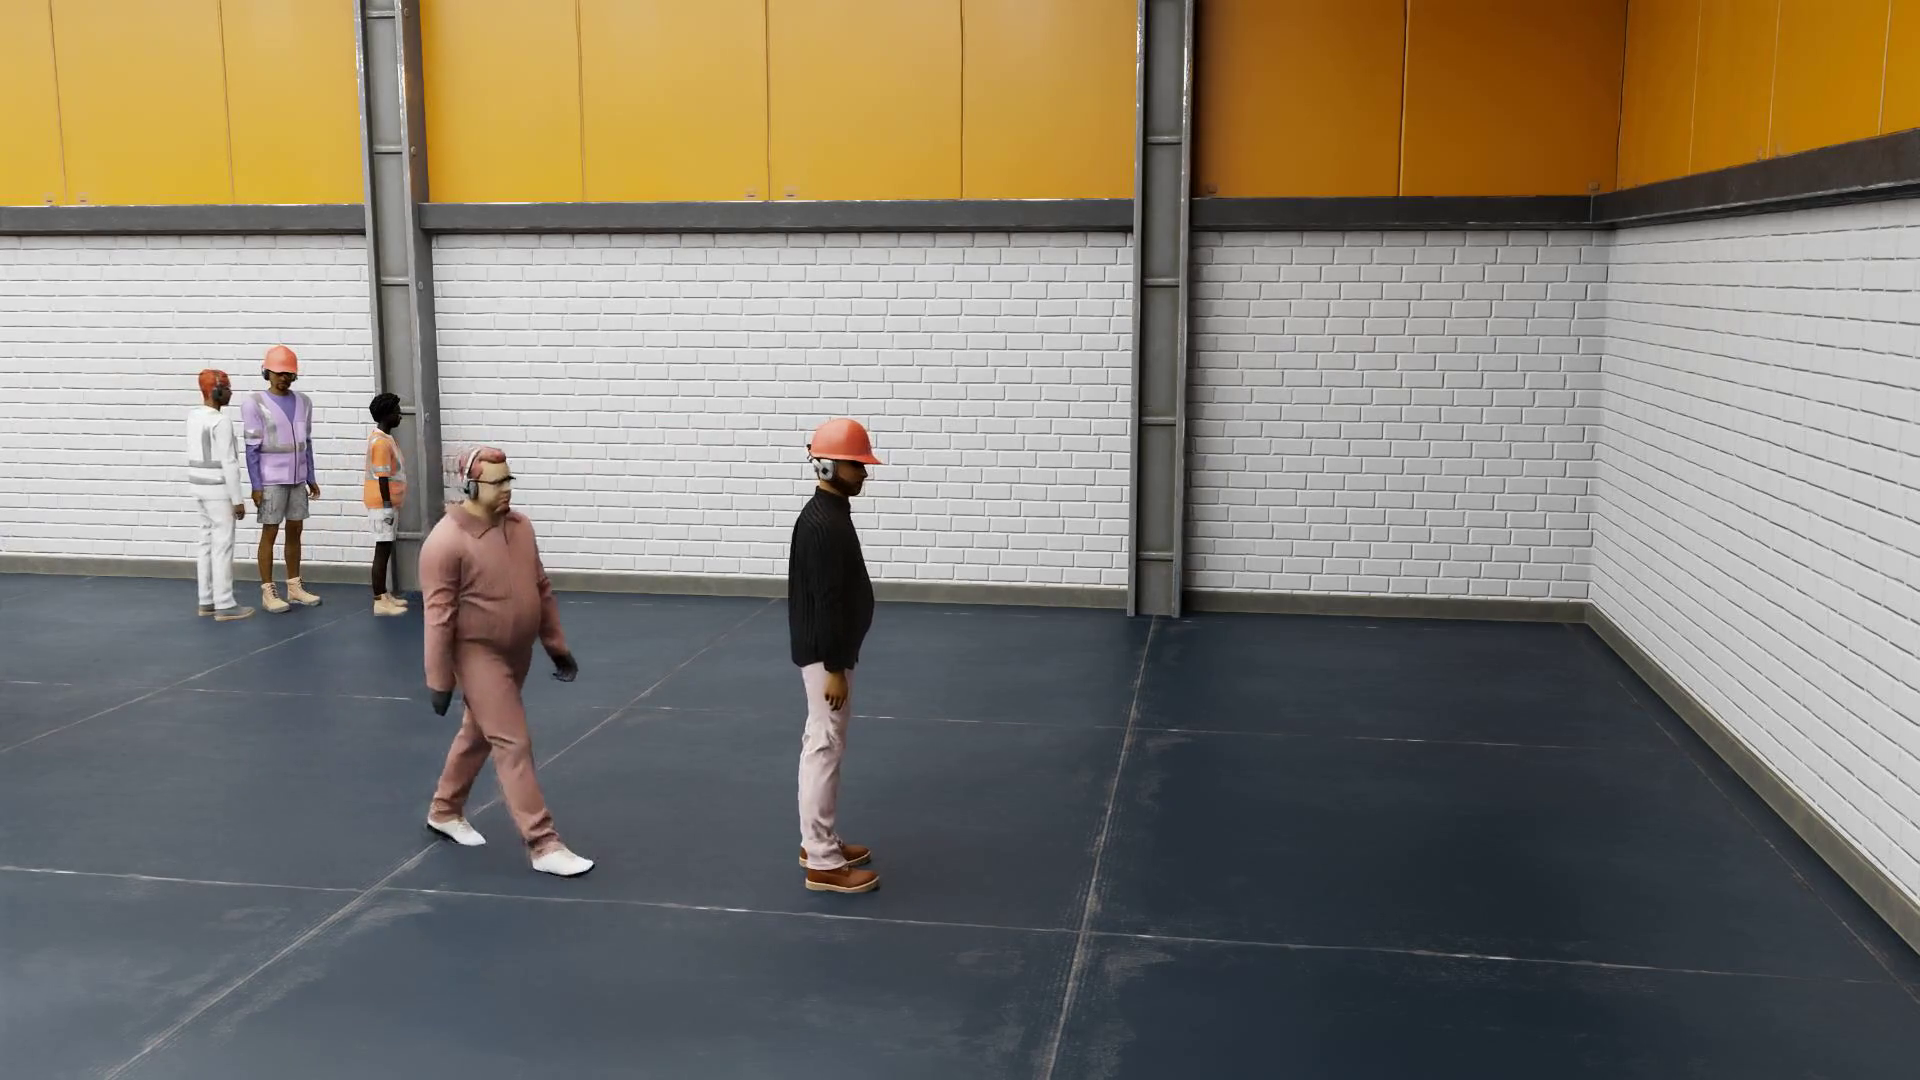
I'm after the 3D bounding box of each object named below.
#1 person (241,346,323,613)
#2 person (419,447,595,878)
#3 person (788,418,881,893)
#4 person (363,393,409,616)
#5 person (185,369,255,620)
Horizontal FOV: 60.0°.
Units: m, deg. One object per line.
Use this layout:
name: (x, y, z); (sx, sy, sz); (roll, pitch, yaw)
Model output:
person: (-5.176, -0.472, 12.777); (0.403, 2.035, 0.609); (5, 10, 28)
person: (-2.050, 0.513, 7.284); (0.997, 1.866, 0.657); (3, 10, 19)
person: (-0.528, 0.477, 7.057); (0.392, 1.991, 0.613); (-1, 9, -6)
person: (-4.355, -0.272, 12.616); (0.321, 1.691, 0.532); (-3, 10, -17)
person: (-5.555, -0.336, 12.433); (0.585, 1.879, 0.357); (8, 12, 40)
